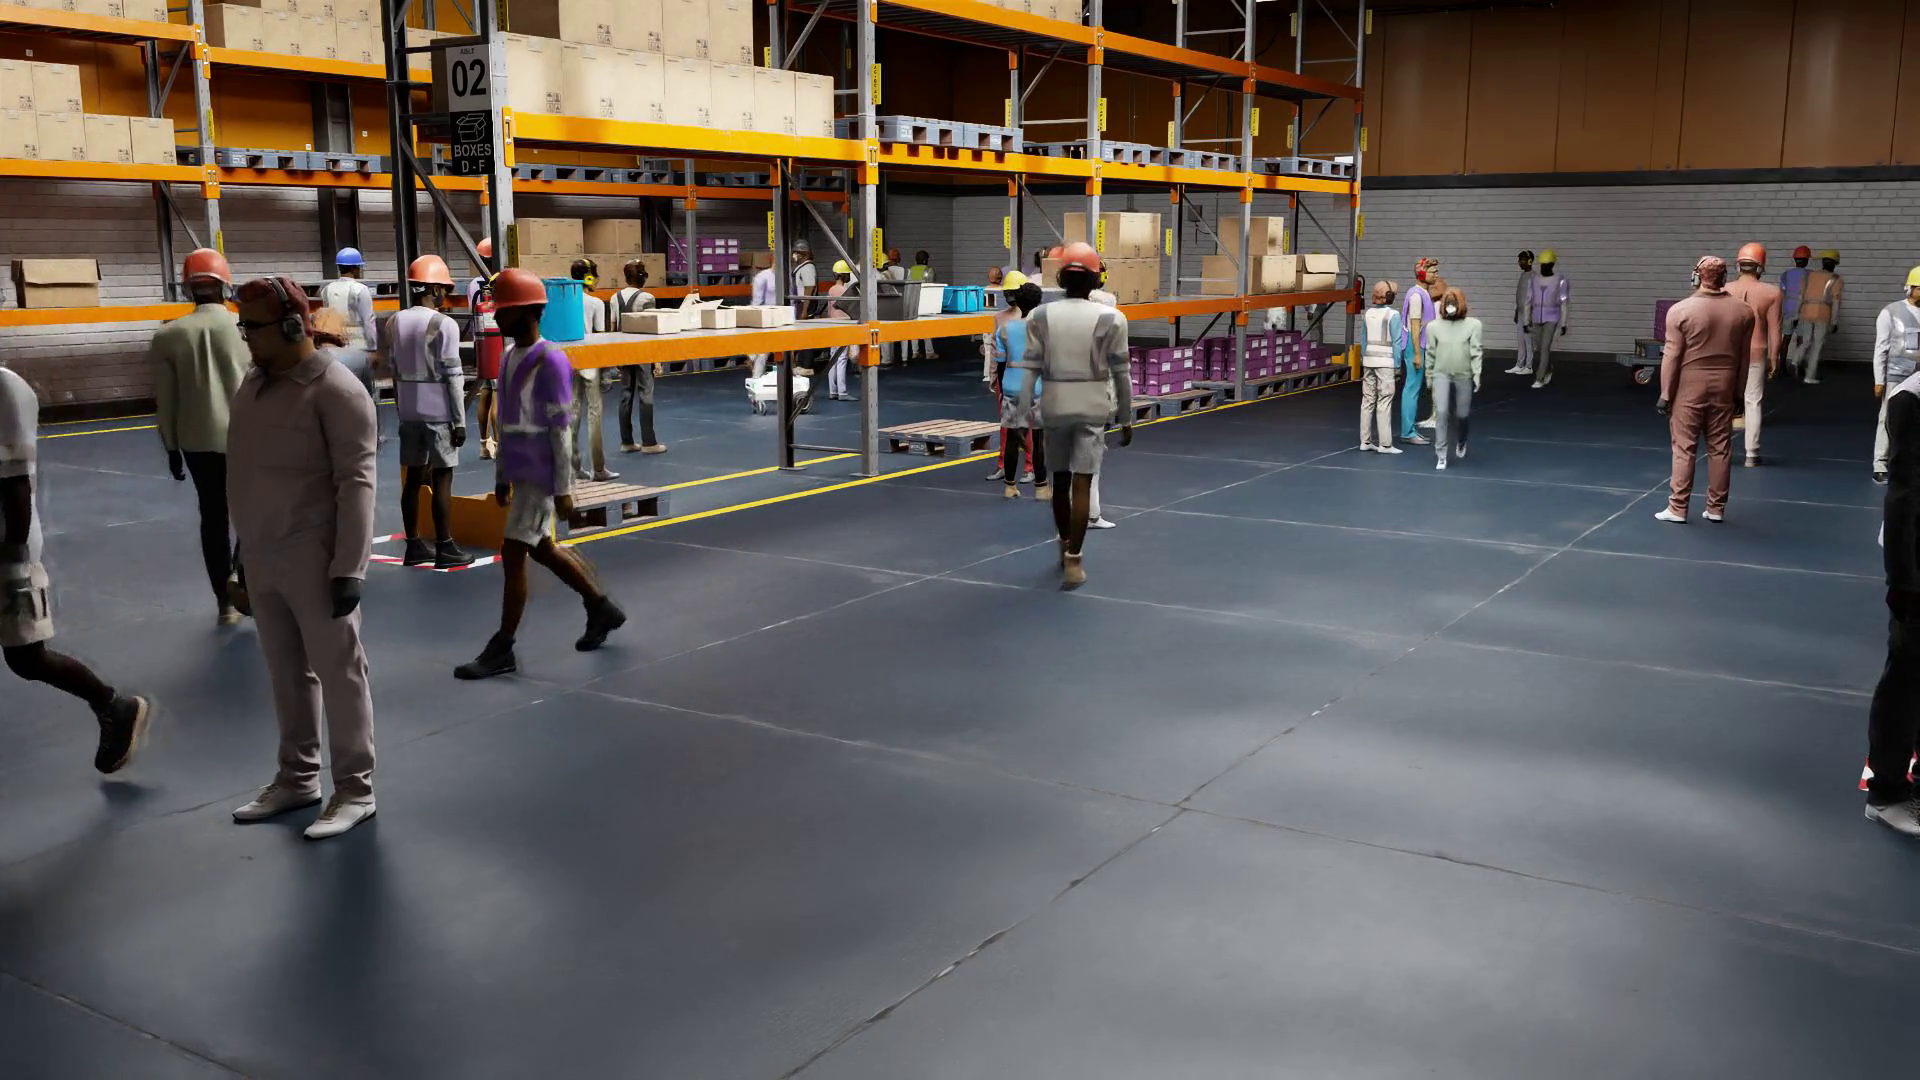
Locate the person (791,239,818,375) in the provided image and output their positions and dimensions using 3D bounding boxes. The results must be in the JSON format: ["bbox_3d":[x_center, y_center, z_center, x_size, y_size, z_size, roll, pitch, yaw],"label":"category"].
[{"bbox_3d":[-2.407,-3.508,25.066,0.538,2.000,0.684,-2,10,-13],"label":"person"}]

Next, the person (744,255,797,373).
[{"bbox_3d":[-2.842,-3.425,25.167,0.927,1.853,0.596,-8,13,-39],"label":"person"}]

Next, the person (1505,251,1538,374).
[{"bbox_3d":[8.531,-3.432,25.141,0.329,1.865,0.515,-2,10,-10],"label":"person"}]

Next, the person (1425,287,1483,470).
[{"bbox_3d":[4.412,-1.456,14.884,0.507,1.609,0.672,3,11,18],"label":"person"}]

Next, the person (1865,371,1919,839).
[{"bbox_3d":[3.349,0.063,5.660,0.592,1.913,0.390,-4,11,-23],"label":"person"}]

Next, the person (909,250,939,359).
[{"bbox_3d":[-0.629,-4.022,28.462,0.625,1.847,0.429,7,12,35],"label":"person"}]

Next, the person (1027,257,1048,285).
[{"bbox_3d":[1.123,-2.721,21.361,0.643,1.804,0.849,5,11,24],"label":"person"}]

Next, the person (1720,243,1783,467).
[{"bbox_3d":[7.021,-1.653,14.915,0.622,1.992,0.396,6,12,31],"label":"person"}]

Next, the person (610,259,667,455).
[{"bbox_3d":[-3.050,-1.726,15.733,0.513,1.845,0.335,5,11,24],"label":"person"}]

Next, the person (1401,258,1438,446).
[{"bbox_3d":[4.539,-1.871,16.532,0.396,1.847,0.564,4,11,21],"label":"person"}]

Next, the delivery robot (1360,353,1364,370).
[{"bbox_3d":[5.980,-2.694,24.414,0.477,0.478,0.707,-3,11,-17],"label":"delivery robot"}]

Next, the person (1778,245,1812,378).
[{"bbox_3d":[12.330,-3.353,24.481,0.347,1.943,0.544,-7,12,-34],"label":"person"}]

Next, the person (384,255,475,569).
[{"bbox_3d":[-3.263,-0.784,10.285,0.541,1.932,0.383,5,11,24],"label":"person"}]

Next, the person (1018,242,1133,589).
[{"bbox_3d":[0.718,-0.759,9.951,0.650,1.995,1.001,3,11,16],"label":"person"}]

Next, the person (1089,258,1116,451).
[{"bbox_3d":[1.269,-1.736,15.785,0.511,1.856,0.377,5,12,28],"label":"person"}]

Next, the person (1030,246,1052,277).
[{"bbox_3d":[1.099,-2.841,21.656,0.355,1.936,0.637,5,11,26],"label":"person"}]

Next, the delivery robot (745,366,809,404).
[{"bbox_3d":[-2.132,-1.785,19.381,0.707,0.478,0.477,-4,11,-20],"label":"delivery robot"}]

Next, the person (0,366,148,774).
[{"bbox_3d":[-3.388,0.006,5.882,0.608,1.943,0.853,4,11,23],"label":"person"}]

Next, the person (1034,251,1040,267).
[{"bbox_3d":[1.474,-4.232,29.693,0.436,1.829,0.632,5,11,27],"label":"person"}]

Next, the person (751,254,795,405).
[{"bbox_3d":[-2.343,-2.635,20.640,0.390,1.901,0.693,8,13,37],"label":"person"}]

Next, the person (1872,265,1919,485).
[{"bbox_3d":[7.858,-1.355,13.729,0.596,1.828,0.403,1,10,4],"label":"person"}]

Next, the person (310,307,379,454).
[{"bbox_3d":[-3.878,-0.618,10.213,0.373,1.608,0.600,9,13,40],"label":"person"}]

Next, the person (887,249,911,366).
[{"bbox_3d":[-1.046,-3.711,26.631,0.572,1.883,0.355,-3,11,-16],"label":"person"}]

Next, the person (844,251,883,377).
[{"bbox_3d":[-1.458,-3.345,24.506,0.663,1.918,0.475,-1,10,-6],"label":"person"}]

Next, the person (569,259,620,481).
[{"bbox_3d":[-3.160,-1.428,14.034,0.518,1.865,0.323,5,11,27],"label":"person"}]

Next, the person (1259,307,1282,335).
[{"bbox_3d":[4.951,-3.600,26.492,0.564,1.711,0.534,9,13,40],"label":"person"}]

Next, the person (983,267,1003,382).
[{"bbox_3d":[0.512,-3.062,23.709,0.514,1.641,0.307,-1,10,-6],"label":"person"}]

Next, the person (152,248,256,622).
[{"bbox_3d":[-3.859,-0.527,8.709,0.642,1.978,0.574,-2,10,-11],"label":"person"}]

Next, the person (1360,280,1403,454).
[{"bbox_3d":[3.999,-1.634,15.790,0.311,1.642,0.513,-5,12,-28],"label":"person"}]

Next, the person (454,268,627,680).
[{"bbox_3d":[-1.994,-0.337,7.890,0.931,1.904,0.557,-8,13,-38],"label":"person"}]

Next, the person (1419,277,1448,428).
[{"bbox_3d":[5.137,-2.028,17.998,0.268,1.632,0.506,4,11,23],"label":"person"}]

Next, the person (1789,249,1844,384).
[{"bbox_3d":[12.012,-3.116,23.310,0.572,1.889,0.641,-7,12,-33],"label":"person"}]

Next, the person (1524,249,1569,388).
[{"bbox_3d":[8.099,-3.053,22.949,0.596,1.903,0.813,9,14,41],"label":"person"}]

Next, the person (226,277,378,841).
[{"bbox_3d":[-2.268,0.064,5.670,0.639,1.902,0.406,7,12,32],"label":"person"}]

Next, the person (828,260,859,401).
[{"bbox_3d":[-1.487,-2.631,20.967,0.316,1.769,0.523,-6,12,-28],"label":"person"}]

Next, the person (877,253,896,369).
[{"bbox_3d":[-1.205,-3.592,26.118,0.404,1.827,0.600,3,11,14],"label":"person"}]

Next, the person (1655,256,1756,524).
[{"bbox_3d":[5.293,-1.062,11.891,0.640,1.909,0.409,-1,10,-5],"label":"person"}]

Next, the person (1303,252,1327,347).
[{"bbox_3d":[5.809,-3.797,27.248,0.404,1.833,0.586,5,11,24],"label":"person"}]

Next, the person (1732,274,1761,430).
[{"bbox_3d":[8.368,-2.022,17.785,0.316,1.695,0.542,-1,10,-6],"label":"person"}]

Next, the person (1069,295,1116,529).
[{"bbox_3d":[0.876,-0.893,11.691,0.307,1.641,0.513,-6,12,-32],"label":"person"}]

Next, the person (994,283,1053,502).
[{"bbox_3d":[0.528,-1.136,12.877,0.541,1.697,0.316,5,11,24],"label":"person"}]

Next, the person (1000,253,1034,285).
[{"bbox_3d":[0.894,-3.694,26.474,0.652,1.906,0.403,-3,11,-14],"label":"person"}]

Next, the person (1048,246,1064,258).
[{"bbox_3d":[1.239,-2.734,21.050,0.347,1.943,0.544,2,10,12],"label":"person"}]

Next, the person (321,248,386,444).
[{"bbox_3d":[-6.000,-1.907,16.469,0.616,1.943,0.417,5,11,24],"label":"person"}]

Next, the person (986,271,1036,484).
[{"bbox_3d":[0.465,-1.354,13.894,0.523,1.769,0.315,7,13,35],"label":"person"}]

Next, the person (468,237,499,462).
[{"bbox_3d":[-4.257,-1.736,15.243,0.377,2.045,0.605,-9,13,-40],"label":"person"}]
